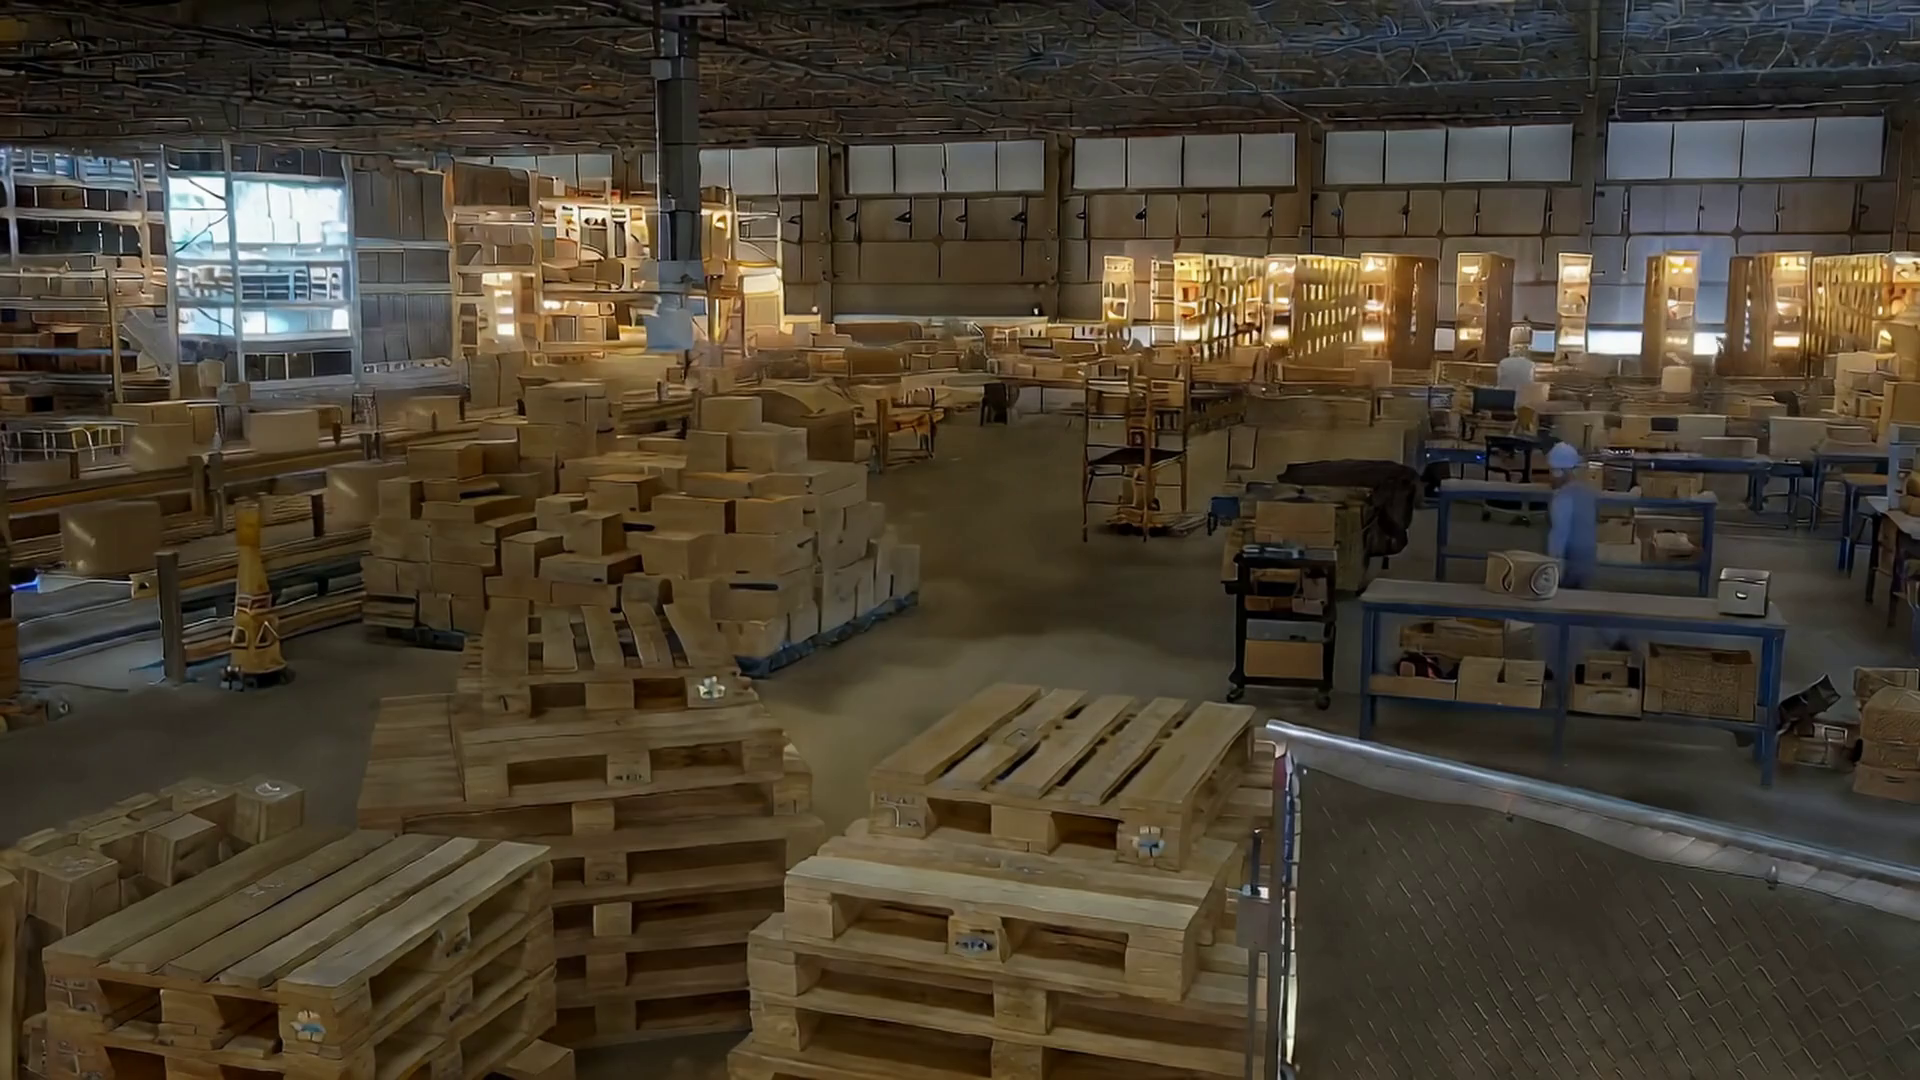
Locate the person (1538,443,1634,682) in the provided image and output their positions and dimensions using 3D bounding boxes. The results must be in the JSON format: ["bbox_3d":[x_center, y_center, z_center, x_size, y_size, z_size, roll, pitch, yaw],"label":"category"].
[{"bbox_3d":[4.581,0.186,12.312,0.700,1.801,0.626,7,12,38],"label":"person"}]

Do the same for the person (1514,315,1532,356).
[{"bbox_3d":[16.940,-5.837,50.022,0.590,1.833,0.404,-2,9,-12],"label":"person"}]

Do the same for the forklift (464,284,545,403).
[{"bbox_3d":[-10.832,-4.702,39.610,1.129,2.768,1.873,3,10,20],"label":"forklift"}]

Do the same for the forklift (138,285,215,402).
[{"bbox_3d":[-17.480,-4.200,36.461,1.873,2.768,1.129,3,10,19],"label":"forklift"}]

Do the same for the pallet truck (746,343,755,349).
[{"bbox_3d":[-6.183,-4.618,44.264,1.601,1.201,0.680,-9,12,-43],"label":"pallet truck"}]

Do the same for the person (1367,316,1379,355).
[{"bbox_3d":[12.648,-6.024,50.713,0.618,1.988,0.405,-8,12,-43],"label":"person"}]

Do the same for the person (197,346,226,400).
[{"bbox_3d":[-14.814,-3.021,32.958,0.499,1.633,0.285,-1,9,-7],"label":"person"}]

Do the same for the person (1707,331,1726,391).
[{"bbox_3d":[17.262,-3.898,38.064,0.436,1.752,0.547,4,10,22],"label":"person"}]

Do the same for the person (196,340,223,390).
[{"bbox_3d":[-19.018,-4.593,42.042,0.655,1.884,0.647,4,10,22],"label":"person"}]

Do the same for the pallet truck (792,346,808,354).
[{"bbox_3d":[-3.705,-4.298,42.022,0.653,1.274,1.630,3,10,20],"label":"pallet truck"}]

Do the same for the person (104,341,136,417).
[{"bbox_3d":[-14.281,-2.424,28.309,0.384,1.929,0.539,6,11,32],"label":"person"}]

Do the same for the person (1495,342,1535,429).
[{"bbox_3d":[9.565,-2.472,28.710,0.642,1.897,0.399,1,9,9],"label":"person"}]
